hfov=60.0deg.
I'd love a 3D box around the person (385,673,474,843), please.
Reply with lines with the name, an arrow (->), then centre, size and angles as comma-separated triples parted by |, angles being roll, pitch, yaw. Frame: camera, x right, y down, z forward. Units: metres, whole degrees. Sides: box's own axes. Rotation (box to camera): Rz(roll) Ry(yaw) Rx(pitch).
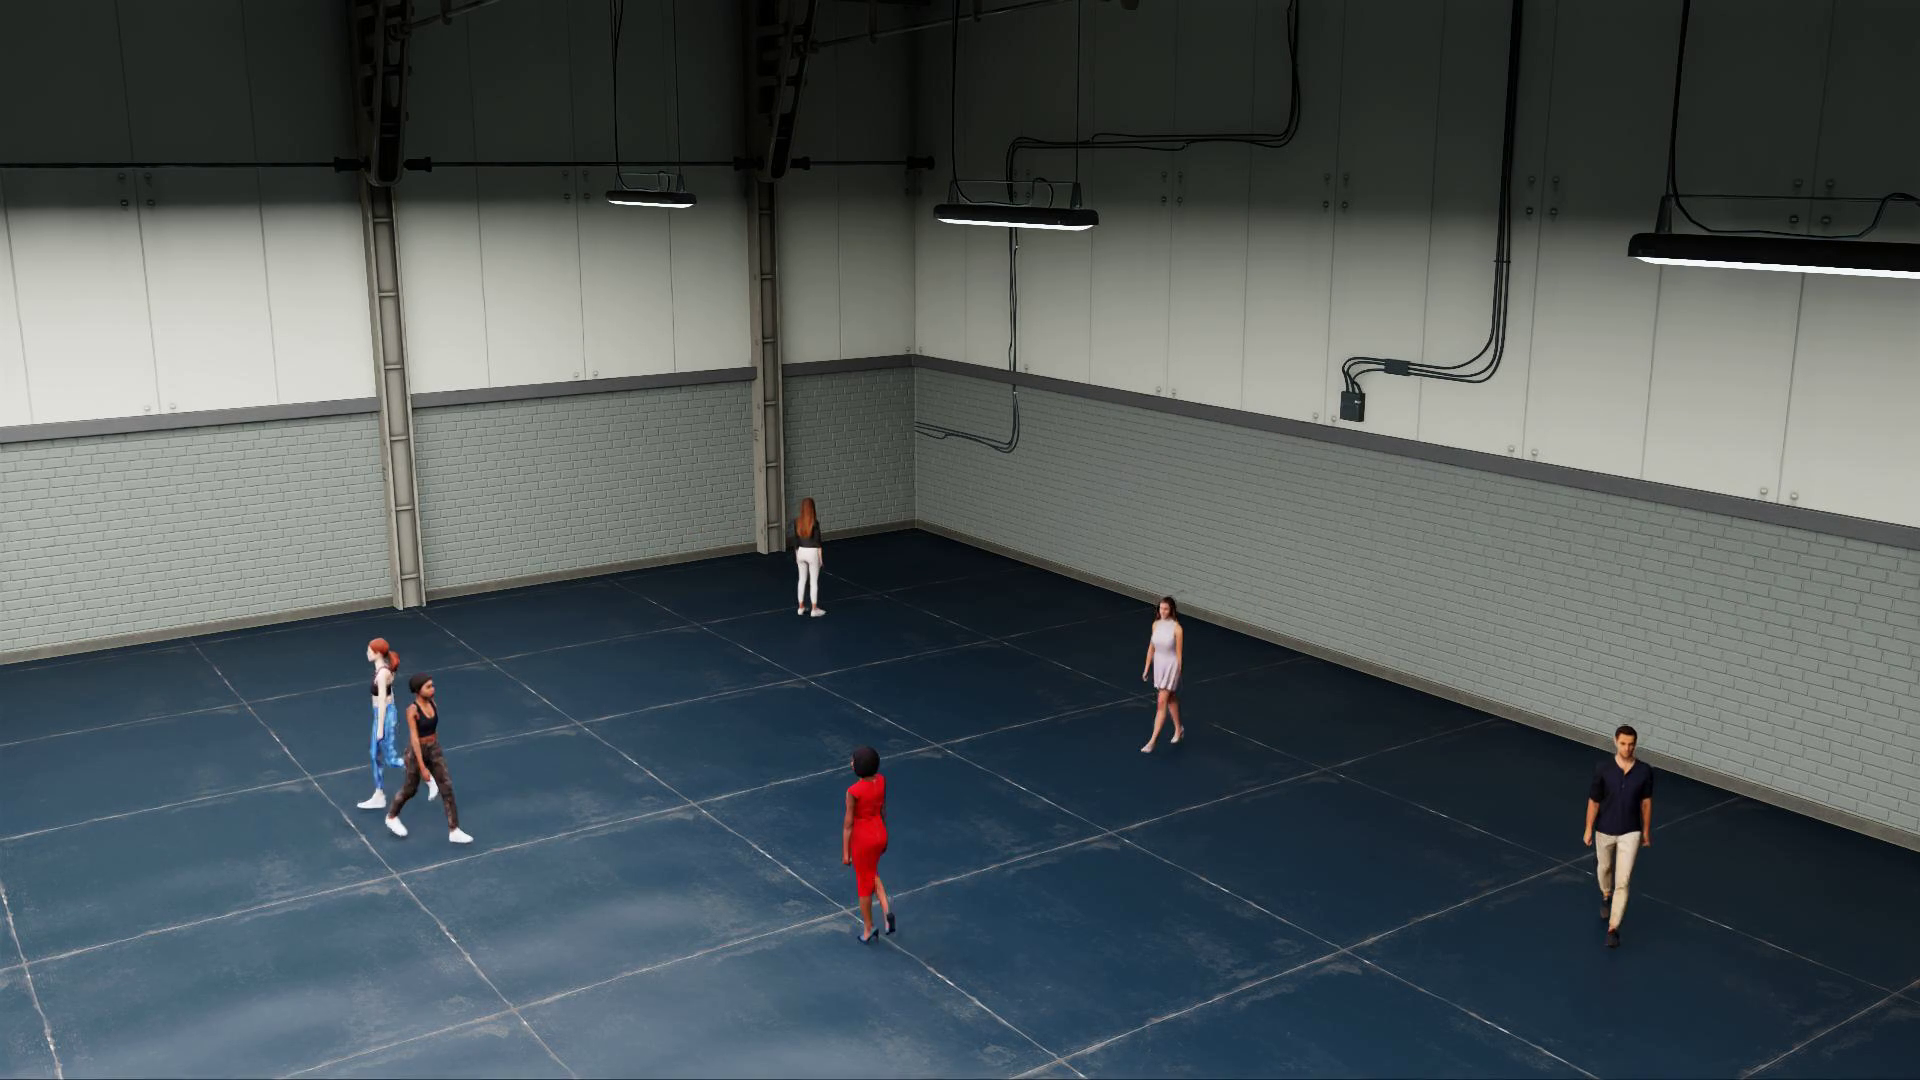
person -> -5.168, 2.091, 15.788 | 1.054, 1.651, 1.187 | 6, 14, 24

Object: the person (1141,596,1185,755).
person -> 2.320, 1.468, 18.313 | 0.711, 1.726, 1.146 | 12, 18, 42

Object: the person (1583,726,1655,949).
person -> 5.521, 2.428, 13.977 | 1.084, 1.812, 1.292 | 6, 14, 23

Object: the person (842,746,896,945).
person -> -0.696, 2.537, 13.678 | 0.738, 1.733, 0.692 | 12, 17, 41

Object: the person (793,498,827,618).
person -> -2.162, 0.236, 23.687 | 0.684, 1.701, 0.674 | 7, 15, 28

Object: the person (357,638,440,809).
person -> -5.628, 1.848, 16.583 | 1.131, 1.765, 0.792 | -4, 14, -15
